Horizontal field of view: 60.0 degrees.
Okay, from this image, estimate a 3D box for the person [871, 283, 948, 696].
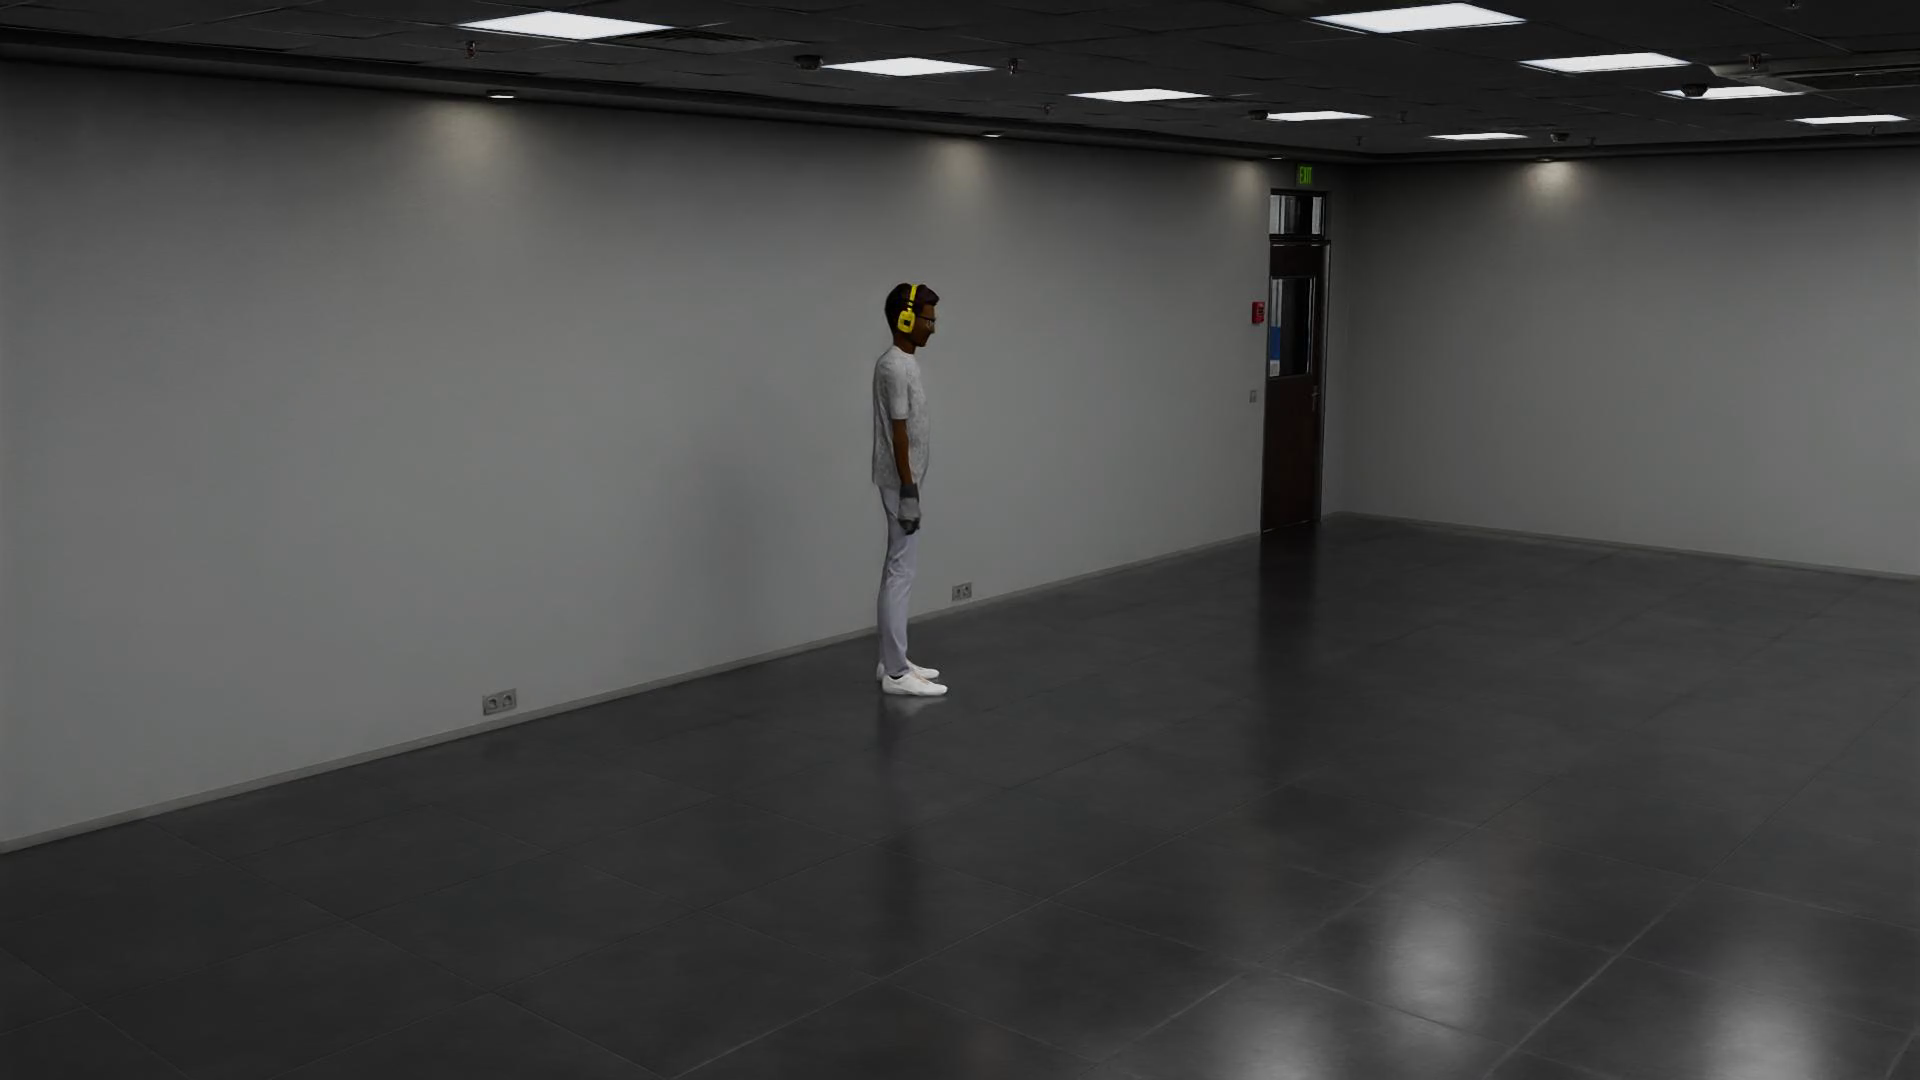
[{"bbox_3d":[-0.238,-0.228,7.567,0.329,1.865,0.509,-1,10,-6],"label":"person"}]
